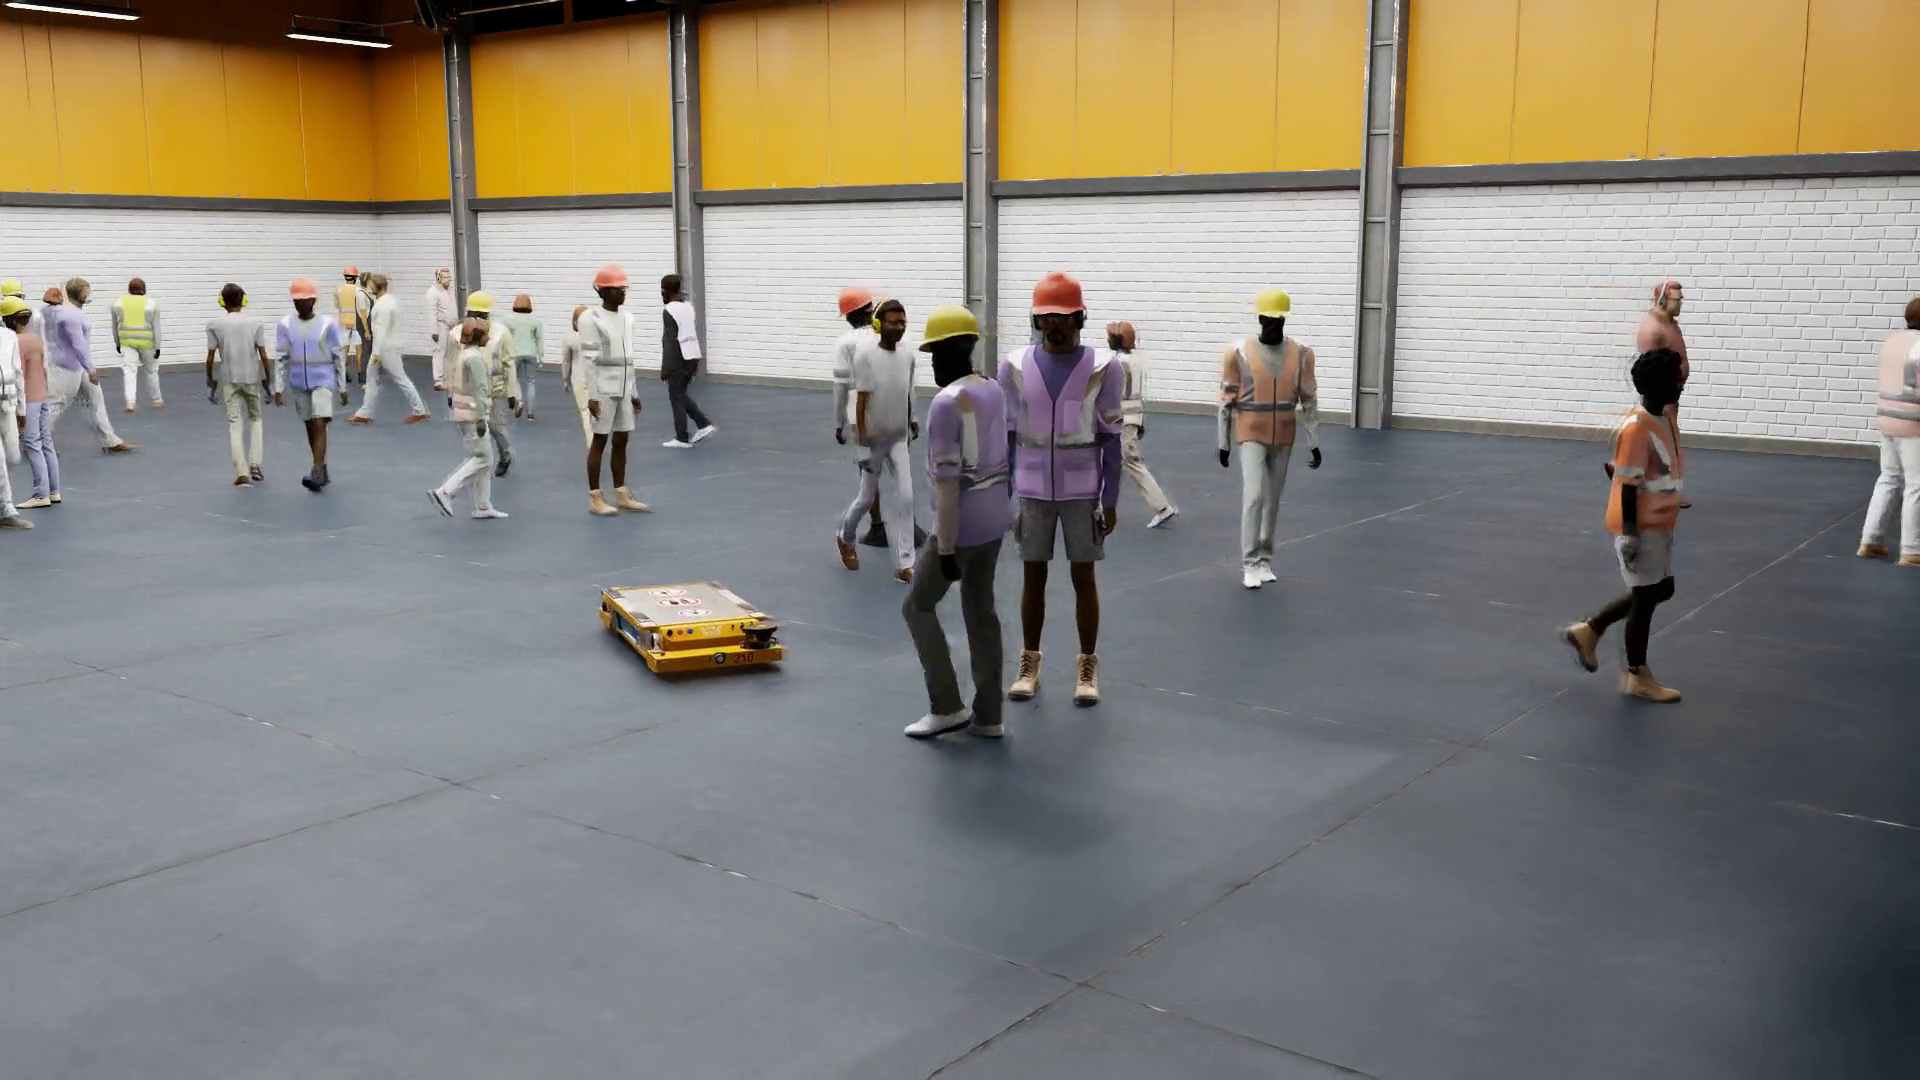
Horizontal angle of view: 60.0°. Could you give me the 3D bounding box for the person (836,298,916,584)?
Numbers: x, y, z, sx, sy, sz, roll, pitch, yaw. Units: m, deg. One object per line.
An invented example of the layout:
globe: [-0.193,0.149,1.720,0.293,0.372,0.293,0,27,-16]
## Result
person: [-0.523,-0.650,10.810,0.515,1.840,0.902,-6,12,-33]

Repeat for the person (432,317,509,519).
person: [-3.899,-0.947,13.139,0.513,1.619,0.535,-5,11,-27]

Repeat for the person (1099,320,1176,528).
person: [1.317,-0.898,12.905,0.824,1.608,0.538,4,11,23]

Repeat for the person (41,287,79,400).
person: [-13.042,-2.823,24.020,0.508,1.632,0.270,5,11,27]

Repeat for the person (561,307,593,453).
person: [-3.808,-1.596,17.043,0.496,1.577,0.923,-4,11,-23]

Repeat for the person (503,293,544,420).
person: [-5.561,-2.330,21.186,0.529,1.618,0.355,-3,10,-18]

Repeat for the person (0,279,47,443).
person: [-10.565,-1.995,18.678,0.436,1.836,0.603,7,12,35]

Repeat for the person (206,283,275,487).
person: [-6.603,-1.418,15.223,0.567,1.837,0.668,-5,11,-25]

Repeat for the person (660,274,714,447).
person: [-3.044,-1.954,18.200,0.460,1.897,0.637,2,10,13]

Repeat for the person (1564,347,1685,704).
person: [3.189,-0.077,7.884,0.509,1.682,0.554,7,12,36]

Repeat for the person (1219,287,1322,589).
person: [1.976,-0.642,10.531,0.607,1.899,0.708,-2,10,-9]

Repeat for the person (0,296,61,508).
person: [-7.790,-1.144,13.869,0.324,1.765,0.531,-1,10,-6]

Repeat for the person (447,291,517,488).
person: [-4.396,-1.405,15.345,0.630,1.791,0.849,-1,10,-6]

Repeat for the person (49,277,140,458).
person: [-9.223,-1.781,17.273,1.039,1.883,0.654,-3,10,-19]

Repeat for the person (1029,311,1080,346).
person: [0.975,-1.809,17.233,0.635,1.937,0.354,-6,12,-33]

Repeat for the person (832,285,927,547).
person: [-0.611,-0.893,12.050,0.628,1.888,0.501,-3,10,-18]

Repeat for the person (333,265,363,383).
person: [-9.992,-3.543,27.360,0.541,1.929,0.380,-1,10,-4]

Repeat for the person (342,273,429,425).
person: [-7.097,-2.348,20.537,1.014,1.890,0.648,-4,10,-21]

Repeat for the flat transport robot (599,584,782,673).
flat transport robot: [-1.485,0.441,8.981,0.652,0.197,1.431,-4,11,-23]

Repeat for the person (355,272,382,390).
person: [-9.268,-3.269,26.021,0.345,1.840,0.504,-3,10,-16]

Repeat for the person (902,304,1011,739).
person: [-0.033,-0.064,7.213,0.561,1.893,0.586,6,11,31]

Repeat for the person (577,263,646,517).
person: [-2.803,-1.214,13.472,0.391,2.040,0.614,6,11,30]

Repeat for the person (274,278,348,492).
person: [-5.825,-1.375,14.835,0.572,1.887,0.976,0,10,-2]

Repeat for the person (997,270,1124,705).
person: [0.454,-0.233,7.786,0.609,2.034,0.400,2,10,14]

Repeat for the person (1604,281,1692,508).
person: [5.838,-1.227,13.975,0.685,1.890,0.657,7,12,33]

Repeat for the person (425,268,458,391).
person: [-7.998,-3.263,25.823,0.403,1.902,0.644,2,10,12]

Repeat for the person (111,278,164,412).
person: [-11.128,-2.638,22.516,0.638,1.795,0.978,-3,10,-16]

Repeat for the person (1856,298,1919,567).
person: [6.478,-0.723,11.309,0.431,1.828,0.682,-1,10,-4]

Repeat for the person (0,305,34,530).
person: [-7.506,-1.009,12.808,0.740,1.864,0.586,4,10,21]
